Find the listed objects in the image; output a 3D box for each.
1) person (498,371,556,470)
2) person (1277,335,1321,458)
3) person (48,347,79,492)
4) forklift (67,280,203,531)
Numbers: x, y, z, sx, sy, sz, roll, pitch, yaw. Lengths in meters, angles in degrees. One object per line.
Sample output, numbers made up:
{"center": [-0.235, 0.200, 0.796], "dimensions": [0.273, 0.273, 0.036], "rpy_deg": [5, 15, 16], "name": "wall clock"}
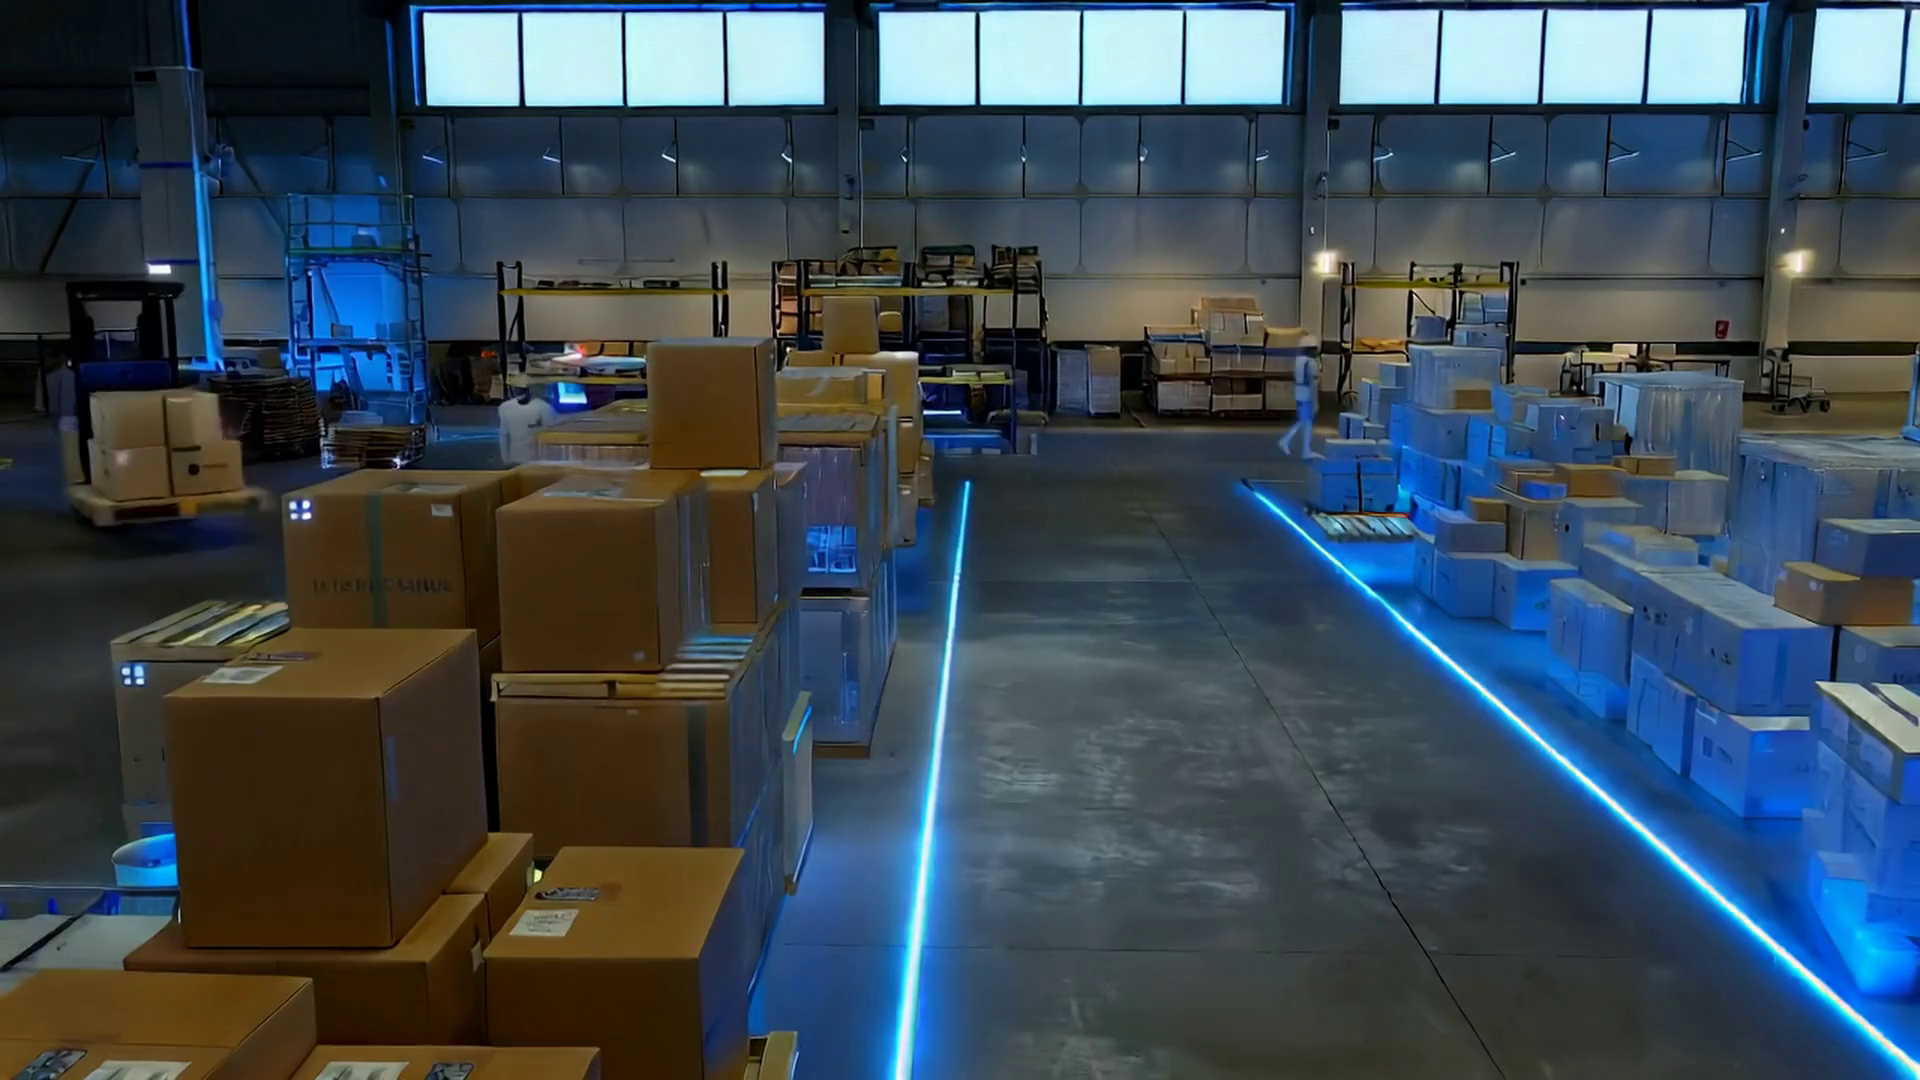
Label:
{"center": [-4.502, -0.826, 17.473], "dimensions": [0.636, 1.920, 0.642], "rpy_deg": [2, 10, 10], "name": "person"}
{"center": [5.296, -2.212, 25.751], "dimensions": [0.577, 1.925, 0.547], "rpy_deg": [-3, 10, -19], "name": "person"}
{"center": [-11.625, -1.567, 21.909], "dimensions": [0.658, 1.910, 0.819], "rpy_deg": [-4, 10, -22], "name": "person"}
{"center": [-9.776, -1.639, 19.455], "dimensions": [1.129, 2.768, 1.873], "rpy_deg": [-7, 12, -36], "name": "forklift"}
